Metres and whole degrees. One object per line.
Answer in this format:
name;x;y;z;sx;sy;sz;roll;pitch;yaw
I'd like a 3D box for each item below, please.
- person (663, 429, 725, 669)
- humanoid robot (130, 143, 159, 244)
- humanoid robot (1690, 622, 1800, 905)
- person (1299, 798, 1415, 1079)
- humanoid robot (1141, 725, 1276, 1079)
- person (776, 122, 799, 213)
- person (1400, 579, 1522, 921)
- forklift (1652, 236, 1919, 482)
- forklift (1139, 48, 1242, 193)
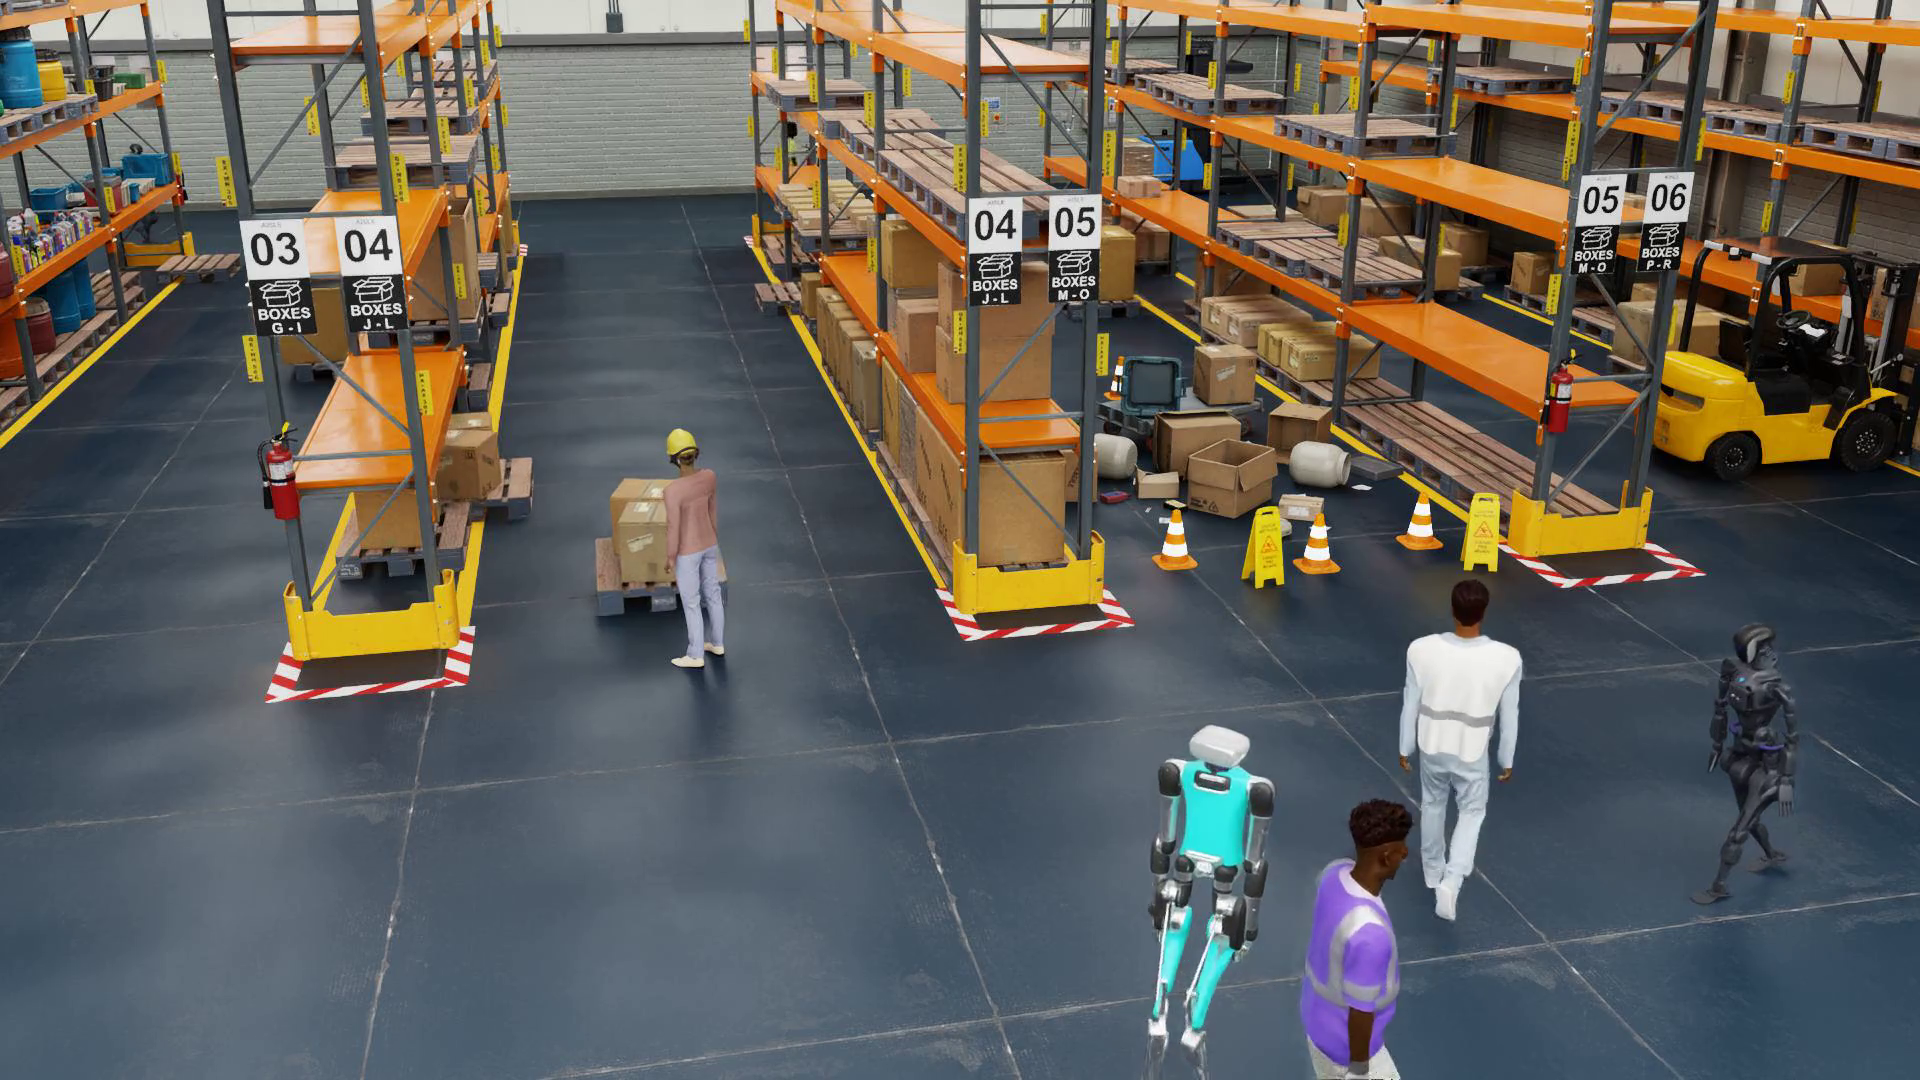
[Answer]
person;-1.923;0.064;11.888;0.326;1.762;0.523;13;24;31
humanoid robot;-13.697;-5.789;27.769;0.414;1.640;0.610;4;21;11
humanoid robot;4.389;1.189;9.062;0.749;1.618;0.613;-7;21;-18
person;1.584;1.921;6.638;0.436;1.939;0.603;-2;20;-5
humanoid robot;1.026;1.758;7.367;0.530;1.781;0.751;10;22;24
person;-3.035;-6.873;30.703;0.854;1.648;0.553;-2;20;-5
person;2.643;1.110;8.871;0.604;1.895;0.740;8;22;20
forklift;8.013;-1.814;16.330;2.313;2.155;1.214;-4;21;-12
forklift;4.566;-8.313;32.860;1.873;2.768;1.129;-4;21;-12
